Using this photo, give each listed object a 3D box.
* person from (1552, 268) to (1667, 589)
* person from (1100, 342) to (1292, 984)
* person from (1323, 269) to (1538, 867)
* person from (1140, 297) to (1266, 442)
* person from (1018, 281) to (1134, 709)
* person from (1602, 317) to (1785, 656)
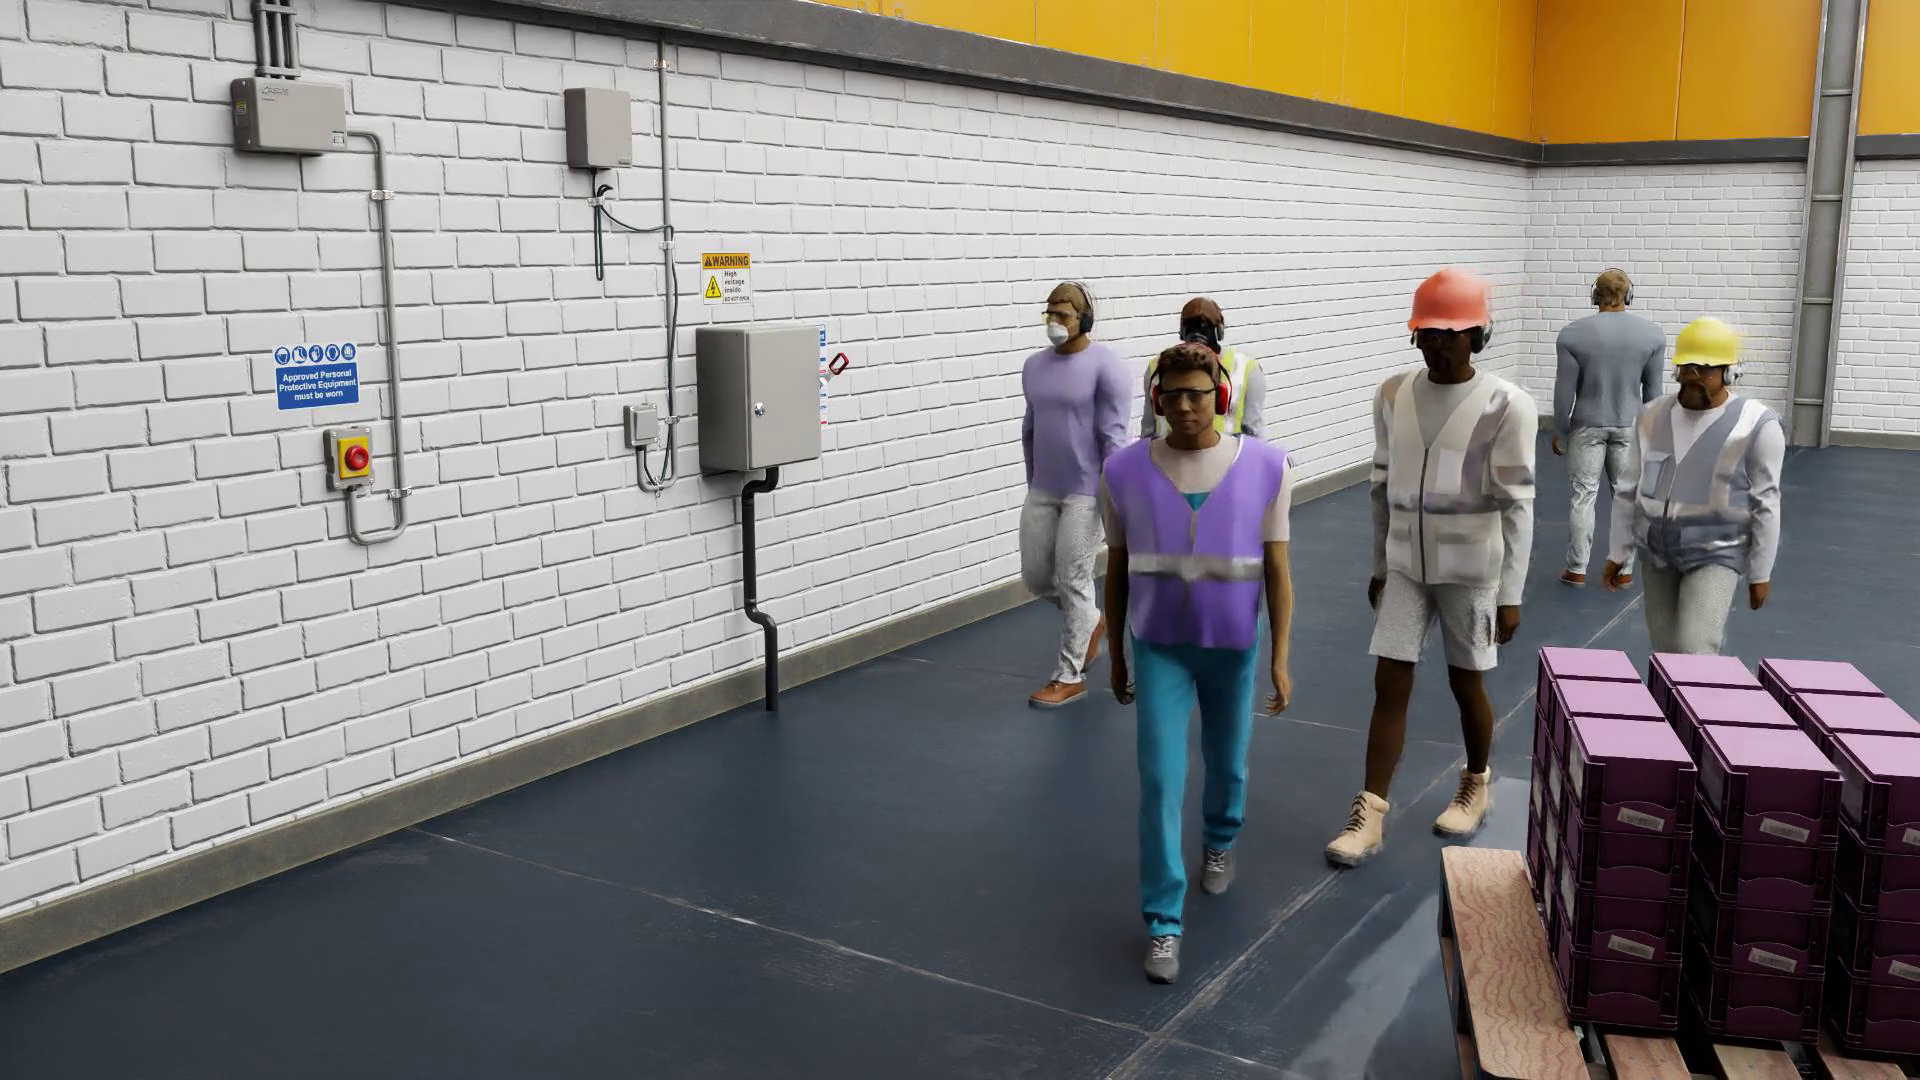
[{"bbox_3d":[3.887,-0.660,10.026,0.628,1.935,0.373,2,10,11],"label":"person"},{"bbox_3d":[0.700,0.306,4.999,0.567,1.816,0.895,1,10,7],"label":"person"},{"bbox_3d":[1.625,0.096,5.656,0.630,2.006,0.869,9,14,42],"label":"person"},{"bbox_3d":[1.193,-0.288,8.261,0.630,1.831,0.444,3,11,16],"label":"person"},{"bbox_3d":[0.540,-0.211,7.572,0.633,1.923,0.584,9,14,42],"label":"person"},{"bbox_3d":[2.755,0.064,6.362,0.539,1.815,0.596,-7,13,-35],"label":"person"}]
